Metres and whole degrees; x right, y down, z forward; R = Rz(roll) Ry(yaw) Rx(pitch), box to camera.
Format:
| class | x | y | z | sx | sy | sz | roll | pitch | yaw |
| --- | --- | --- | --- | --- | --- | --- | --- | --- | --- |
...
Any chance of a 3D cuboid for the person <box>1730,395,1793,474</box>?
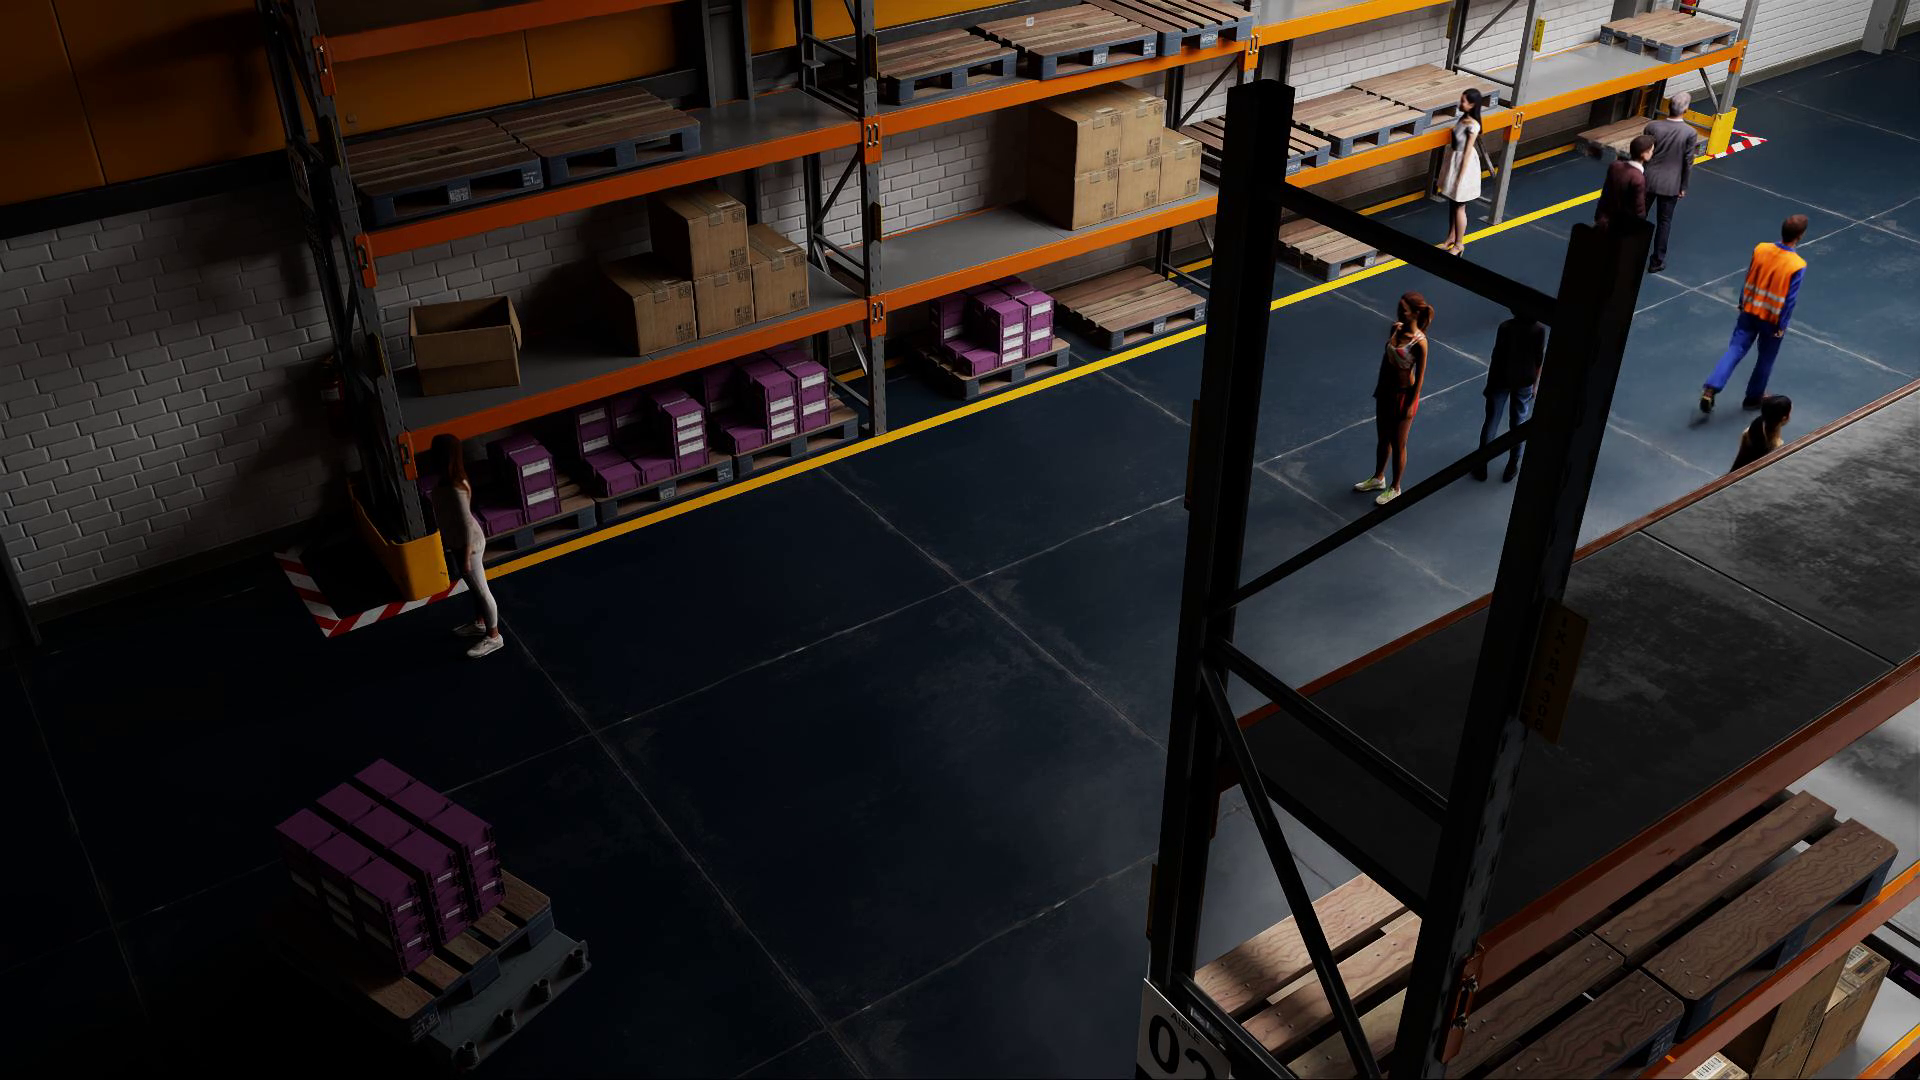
| class | x | y | z | sx | sy | sz | roll | pitch | yaw |
| --- | --- | --- | --- | --- | --- | --- | --- | --- | --- |
| person | 5.504 | -0.211 | 11.745 | 1.103 | 1.700 | 0.823 | -8 | 34 | -12 |

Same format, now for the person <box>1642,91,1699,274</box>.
| class | x | y | z | sx | sy | sz | roll | pitch | yaw |
| --- | --- | --- | --- | --- | --- | --- | --- | --- | --- |
| person | 7.046 | -3.608 | 16.730 | 0.791 | 1.840 | 0.745 | 19 | 38 | 26 |

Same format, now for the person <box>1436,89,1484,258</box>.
| class | x | y | z | sx | sy | sz | roll | pitch | yaw |
| --- | --- | --- | --- | --- | --- | --- | --- | --- | --- |
| person | 5.108 | -3.740 | 16.993 | 0.820 | 1.769 | 0.782 | 0 | 34 | 1 |

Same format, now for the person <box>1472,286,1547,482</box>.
| class | x | y | z | sx | sy | sz | roll | pitch | yaw |
| --- | --- | --- | --- | --- | --- | --- | --- | --- | --- |
| person | 4.409 | -1.244 | 13.299 | 0.657 | 1.701 | 0.721 | 5 | 34 | 7 |

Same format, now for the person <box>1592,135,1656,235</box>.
| class | x | y | z | sx | sy | sz | roll | pitch | yaw |
| --- | --- | --- | --- | --- | --- | --- | --- | --- | --- |
| person | 6.114 | -2.908 | 15.669 | 0.934 | 1.848 | 0.877 | -7 | 34 | -11 |

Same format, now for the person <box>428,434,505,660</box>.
| class | x | y | z | sx | sy | sz | roll | pitch | yaw |
| --- | --- | --- | --- | --- | --- | --- | --- | --- | --- |
| person | -3.383 | 0.011 | 11.397 | 0.601 | 1.715 | 0.626 | -15 | 36 | -21 |

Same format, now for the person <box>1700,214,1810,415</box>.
| class | x | y | z | sx | sy | sz | roll | pitch | yaw |
| --- | --- | --- | --- | --- | --- | --- | --- | --- | --- |
| person | 6.756 | -1.876 | 14.124 | 1.122 | 1.839 | 0.691 | -21 | 39 | -29 |

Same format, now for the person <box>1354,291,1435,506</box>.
| class | x | y | z | sx | sy | sz | roll | pitch | yaw |
| --- | --- | --- | --- | --- | --- | --- | --- | --- | --- |
| person | 3.431 | -1.117 | 13.027 | 0.596 | 1.791 | 0.615 | -15 | 36 | -21 |
